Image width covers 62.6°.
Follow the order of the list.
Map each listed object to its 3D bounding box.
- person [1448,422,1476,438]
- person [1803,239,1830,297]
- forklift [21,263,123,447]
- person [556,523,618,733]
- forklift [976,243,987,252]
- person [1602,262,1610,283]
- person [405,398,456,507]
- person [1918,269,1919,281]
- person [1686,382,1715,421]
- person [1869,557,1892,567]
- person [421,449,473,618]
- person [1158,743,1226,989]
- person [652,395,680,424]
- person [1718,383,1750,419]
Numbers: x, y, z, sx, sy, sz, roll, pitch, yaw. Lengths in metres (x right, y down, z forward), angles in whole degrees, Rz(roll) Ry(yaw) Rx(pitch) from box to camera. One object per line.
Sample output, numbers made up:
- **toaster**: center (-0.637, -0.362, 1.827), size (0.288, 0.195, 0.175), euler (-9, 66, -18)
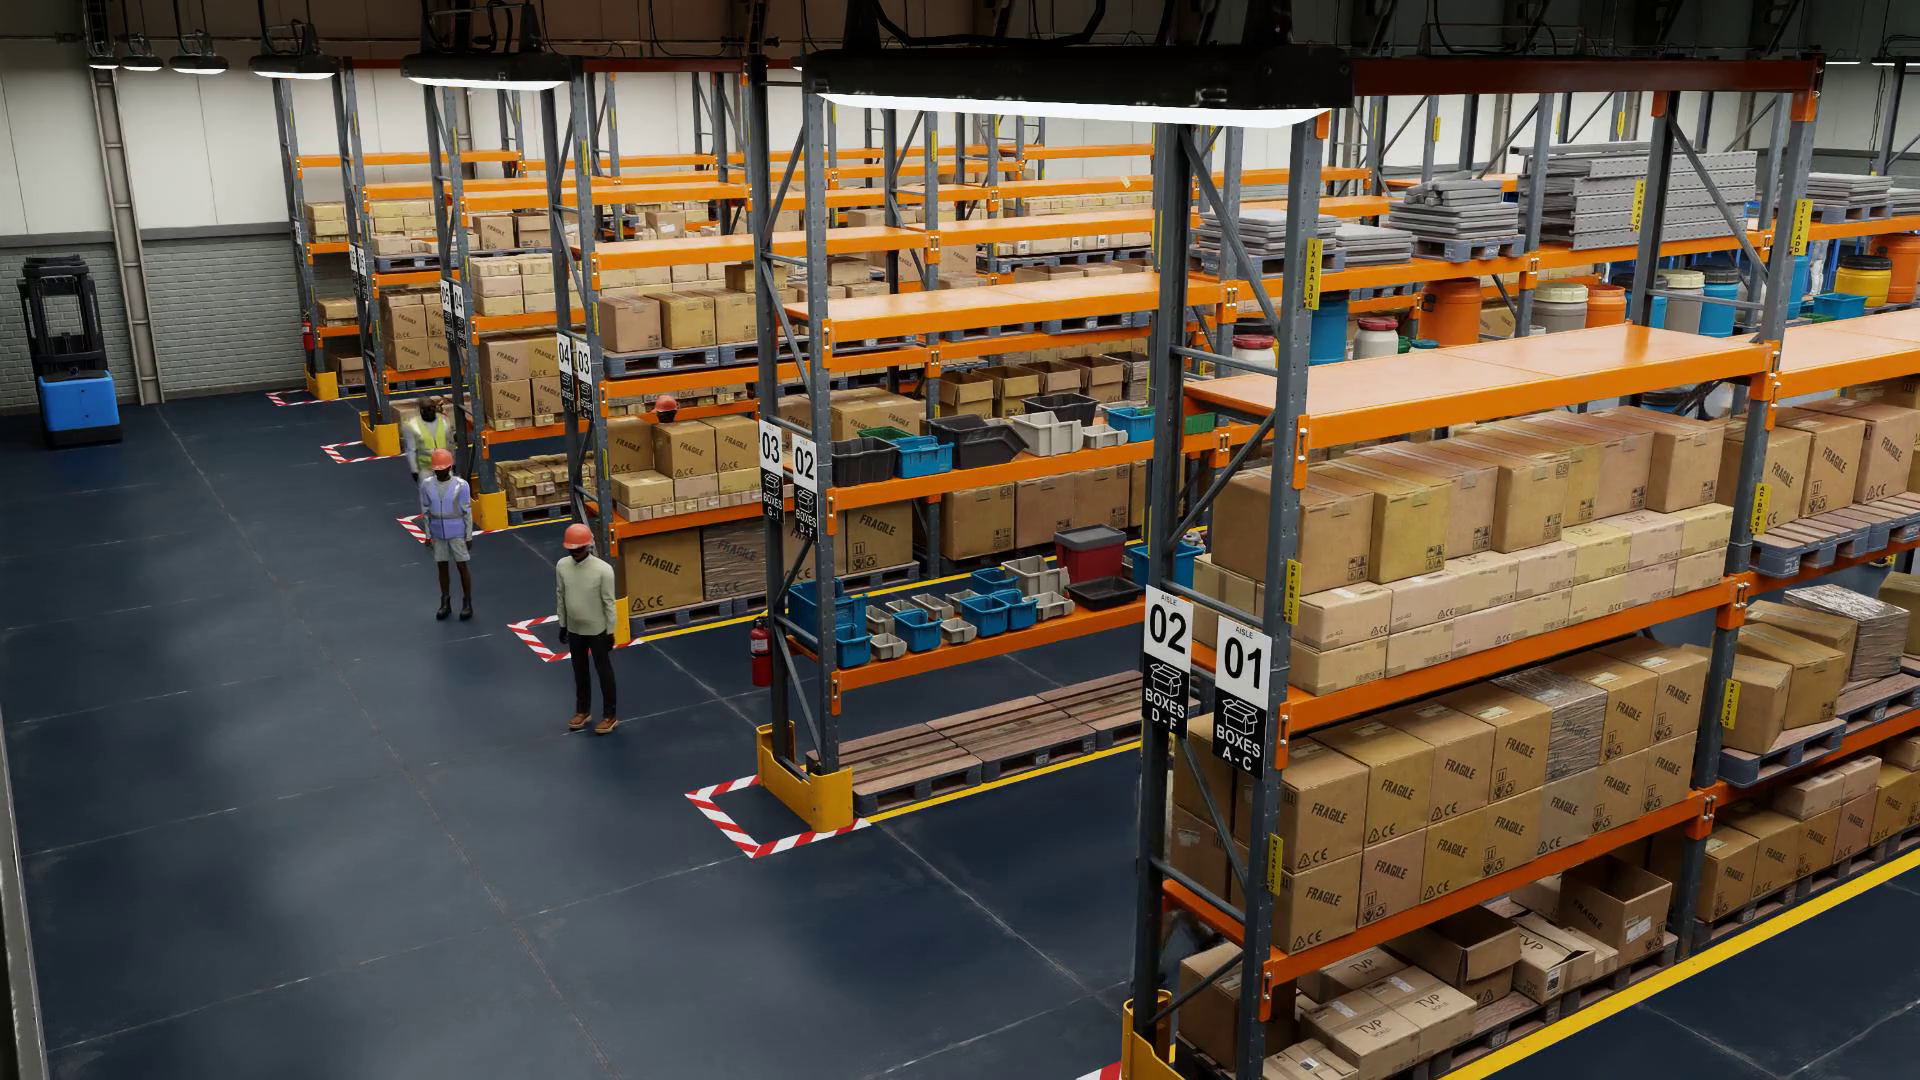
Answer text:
- **person**: center (6.483, -1.036, 20.630), size (1.047, 1.886, 0.649), euler (-6, 18, -18)
- **person**: center (22.208, -7.236, 40.856), size (0.630, 1.938, 0.369), euler (-14, 22, -37)
- **forklift**: center (-14.518, -3.079, 25.708), size (1.129, 2.768, 1.873), euler (-10, 20, -31)
- **person**: center (-3.420, 0.795, 14.446), size (0.615, 1.987, 0.406), euler (7, 18, 21)
- **forklift**: center (0.988, -5.474, 34.718), size (1.214, 2.155, 2.313), euler (-10, 20, -31)
- **person**: center (17.882, -8.078, 43.755), size (0.516, 1.865, 0.321), euler (-8, 19, -23)
- **person**: center (-6.790, -0.936, 20.436), size (0.644, 1.795, 0.934), euler (-10, 20, -30)
- **person**: center (21.814, -5.647, 35.768), size (0.932, 1.874, 0.647), euler (2, 17, 6)
- **person**: center (12.754, -3.039, 27.128), size (0.552, 1.919, 0.651), euler (-14, 22, -38)
- **person**: center (11.313, -0.660, 19.247), size (0.369, 1.967, 0.600), euler (-2, 17, -8)
- **person**: center (-5.640, -0.074, 17.393), size (0.545, 1.929, 0.389), euler (1, 17, 3)
- **person**: center (1.519, 2.099, 10.518), size (0.944, 1.779, 0.615), euler (-11, 20, -33)
- **person**: center (-3.571, -0.789, 19.538), size (0.393, 2.044, 0.609), euler (-13, 21, -37)
- **person**: center (12.406, -2.426, 25.161), size (0.936, 1.899, 0.577), euler (-8, 19, -26)
